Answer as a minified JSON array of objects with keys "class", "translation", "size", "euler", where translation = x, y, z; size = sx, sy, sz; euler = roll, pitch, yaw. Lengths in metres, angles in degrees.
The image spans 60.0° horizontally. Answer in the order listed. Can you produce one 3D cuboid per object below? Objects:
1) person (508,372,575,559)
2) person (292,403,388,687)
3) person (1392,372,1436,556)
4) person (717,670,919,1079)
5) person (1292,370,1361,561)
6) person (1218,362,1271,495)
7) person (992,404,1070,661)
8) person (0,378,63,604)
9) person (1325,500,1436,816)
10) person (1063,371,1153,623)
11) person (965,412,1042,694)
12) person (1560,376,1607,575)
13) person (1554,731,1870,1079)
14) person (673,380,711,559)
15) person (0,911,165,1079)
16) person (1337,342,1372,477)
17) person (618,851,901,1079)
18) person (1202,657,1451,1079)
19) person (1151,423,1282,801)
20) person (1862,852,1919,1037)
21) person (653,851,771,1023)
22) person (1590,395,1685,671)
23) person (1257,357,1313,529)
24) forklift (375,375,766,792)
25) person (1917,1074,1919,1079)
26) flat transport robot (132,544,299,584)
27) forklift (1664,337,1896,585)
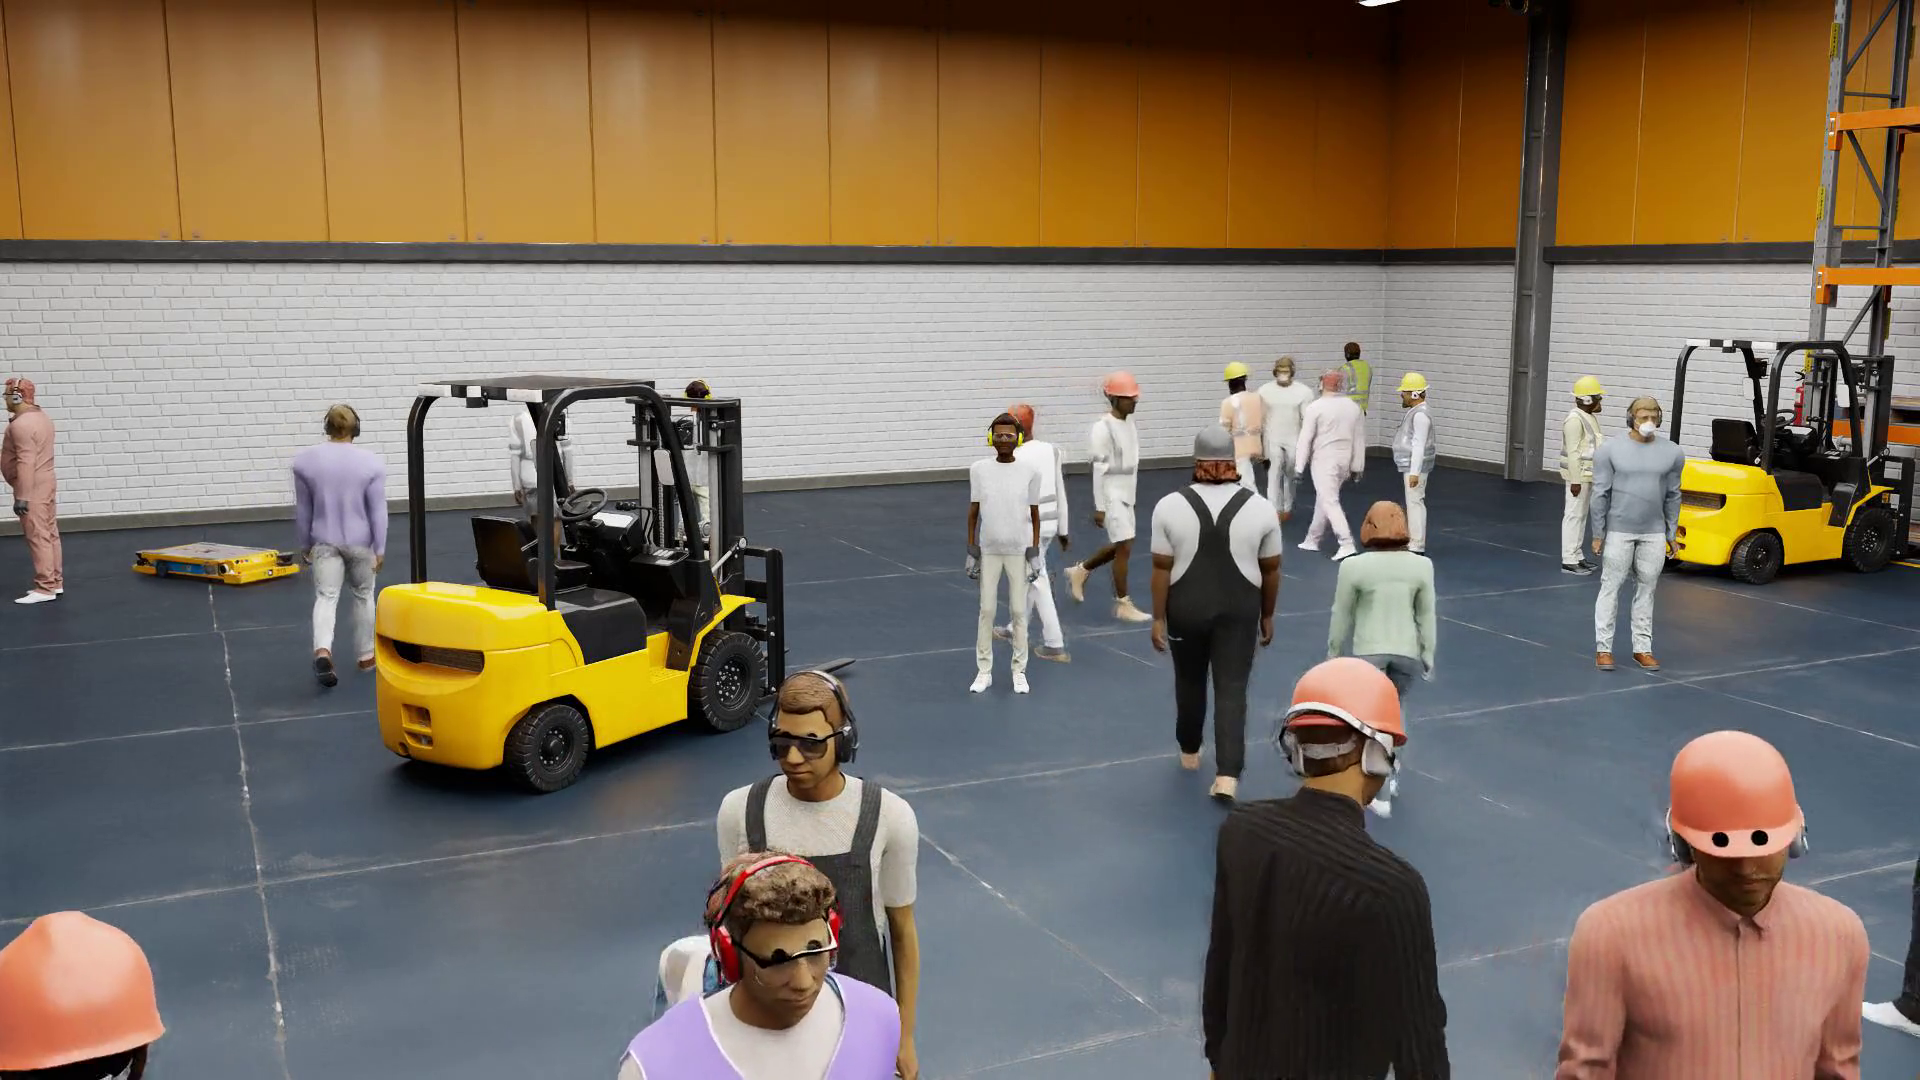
[{"class":"person","translation":[-3.747,-0.544,14.871],"size":[0.552,1.912,0.792],"euler":[-1,9,-6]},{"class":"person","translation":[-4.210,0.028,11.316],"size":[0.630,1.914,0.875],"euler":[-1,9,-8]},{"class":"person","translation":[4.408,-0.713,16.186],"size":[0.403,1.826,0.595],"euler":[2,9,10]},{"class":"person","translation":[-0.355,1.216,4.145],"size":[0.509,1.844,0.329],"euler":[1,9,5]},{"class":"person","translation":[3.625,-0.733,16.291],"size":[0.668,1.856,1.002],"euler":[-5,11,-30]},{"class":"person","translation":[2.890,-0.913,17.311],"size":[0.601,1.854,1.034],"euler":[-8,12,-40]},{"class":"person","translation":[0.439,-0.064,12.076],"size":[0.904,1.844,0.605],"euler":[9,13,44]},{"class":"person","translation":[-7.883,-0.417,14.088],"size":[0.399,1.909,0.642],"euler":[-2,9,-12]},{"class":"person","translation":[2.191,0.592,8.724],"size":[0.515,1.604,0.666],"euler":[-1,9,-5]},{"class":"person","translation":[1.190,-0.357,13.389],"size":[0.803,2.021,0.612],"euler":[6,11,34]},{"class":"person","translation":[0.289,0.090,11.051],"size":[0.513,1.873,0.328],"euler":[1,9,6]},{"class":"person","translation":[5.788,-0.602,15.447],"size":[0.404,1.837,0.592],"euler":[6,11,32]},{"class":"person","translation":[1.489,1.308,3.341],"size":[0.641,1.927,0.989],"euler":[0,9,1]},{"class":"person","translation":[-2.306,-0.465,14.563],"size":[0.522,1.856,0.336],"euler":[1,9,6]},{"class":"person","translation":[-1.246,1.471,2.403],"size":[0.612,1.896,0.872],"euler":[-8,12,-41]},{"class":"person","translation":[5.357,-1.786,22.791],"size":[0.633,1.839,0.429],"euler":[-8,12,-40]},{"class":"person","translation":[-0.373,1.414,3.108],"size":[0.554,1.792,0.986],"euler":[-5,10,-28]},{"class":"person","translation":[0.804,1.245,3.620],"size":[0.489,1.951,0.721],"euler":[-4,10,-21]},{"class":"person","translation":[1.374,0.339,8.981],"size":[0.690,2.000,1.032],"euler":[1,9,7]},{"class":"person","translation":[3.668,0.920,5.837],"size":[0.598,1.898,0.802],"euler":[-5,11,-30]},{"class":"person","translation":[-0.439,1.414,3.629],"size":[0.561,1.610,0.475],"euler":[6,11,33]},{"class":"person","translation":[4.741,-0.045,11.679],"size":[0.632,1.940,0.372],"euler":[0,9,3]},{"class":"person","translation":[3.548,-1.074,18.252],"size":[0.632,1.896,1.019],"euler":[2,9,13]},{"class":"forklift","translation":[-2.268,0.149,9.685],"size":[1.214,2.155,2.313],"euler":[6,11,32]},{"class":"person","translation":[2.336,1.240,3.676],"size":[0.392,1.946,0.614],"euler":[0,9,-3]},{"class":"flat transport robot","translation":[-6.861,0.201,15.312],"size":[1.431,0.197,0.652],"euler":[5,10,26]},{"class":"forklift","translation":[7.551,-0.789,15.507],"size":[2.313,2.155,1.214],"euler":[-4,10,-25]}]
